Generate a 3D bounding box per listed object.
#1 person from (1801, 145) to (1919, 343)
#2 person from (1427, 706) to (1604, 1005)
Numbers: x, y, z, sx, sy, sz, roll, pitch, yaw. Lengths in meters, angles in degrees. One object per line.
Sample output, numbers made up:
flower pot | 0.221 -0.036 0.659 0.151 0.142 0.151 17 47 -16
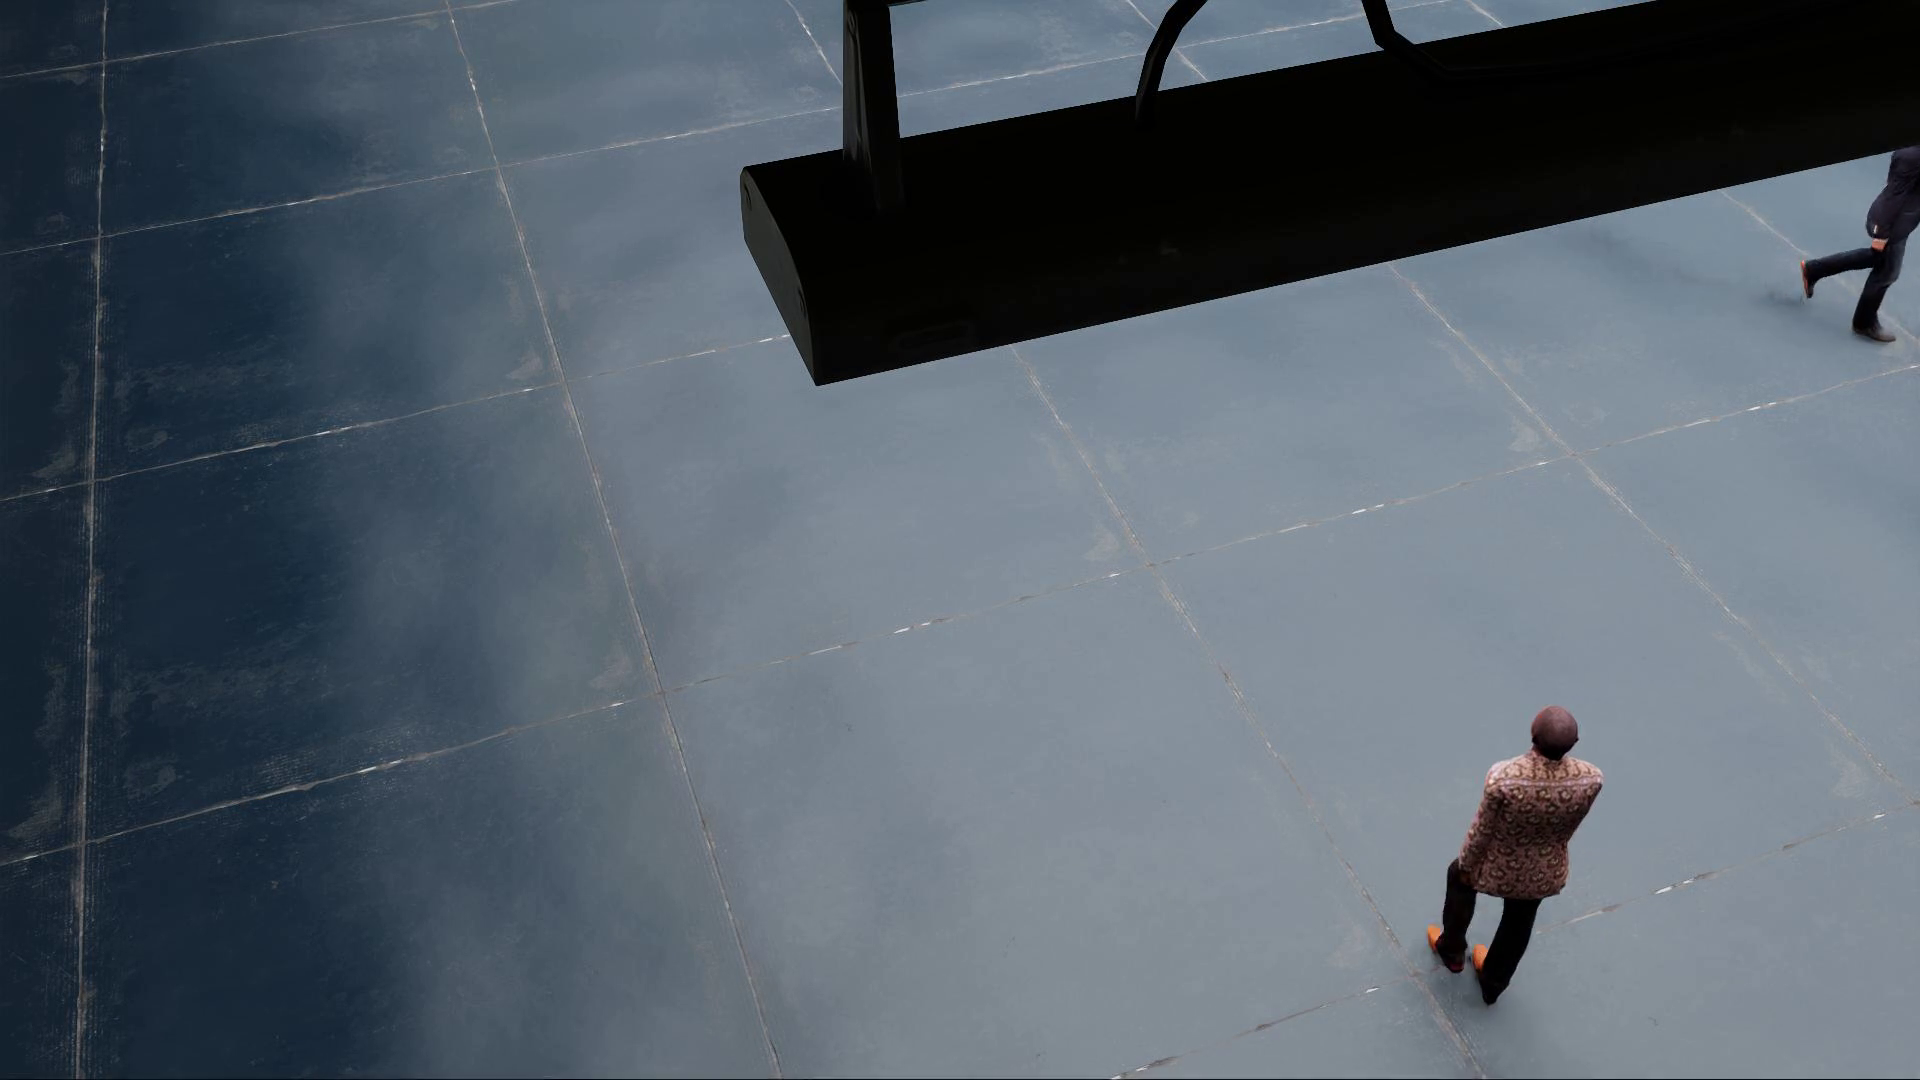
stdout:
person | 6.226 -2.212 11.205 1.141 1.796 0.993 30 51 28
person | 2.445 1.461 7.273 0.785 1.792 0.792 3 43 3
